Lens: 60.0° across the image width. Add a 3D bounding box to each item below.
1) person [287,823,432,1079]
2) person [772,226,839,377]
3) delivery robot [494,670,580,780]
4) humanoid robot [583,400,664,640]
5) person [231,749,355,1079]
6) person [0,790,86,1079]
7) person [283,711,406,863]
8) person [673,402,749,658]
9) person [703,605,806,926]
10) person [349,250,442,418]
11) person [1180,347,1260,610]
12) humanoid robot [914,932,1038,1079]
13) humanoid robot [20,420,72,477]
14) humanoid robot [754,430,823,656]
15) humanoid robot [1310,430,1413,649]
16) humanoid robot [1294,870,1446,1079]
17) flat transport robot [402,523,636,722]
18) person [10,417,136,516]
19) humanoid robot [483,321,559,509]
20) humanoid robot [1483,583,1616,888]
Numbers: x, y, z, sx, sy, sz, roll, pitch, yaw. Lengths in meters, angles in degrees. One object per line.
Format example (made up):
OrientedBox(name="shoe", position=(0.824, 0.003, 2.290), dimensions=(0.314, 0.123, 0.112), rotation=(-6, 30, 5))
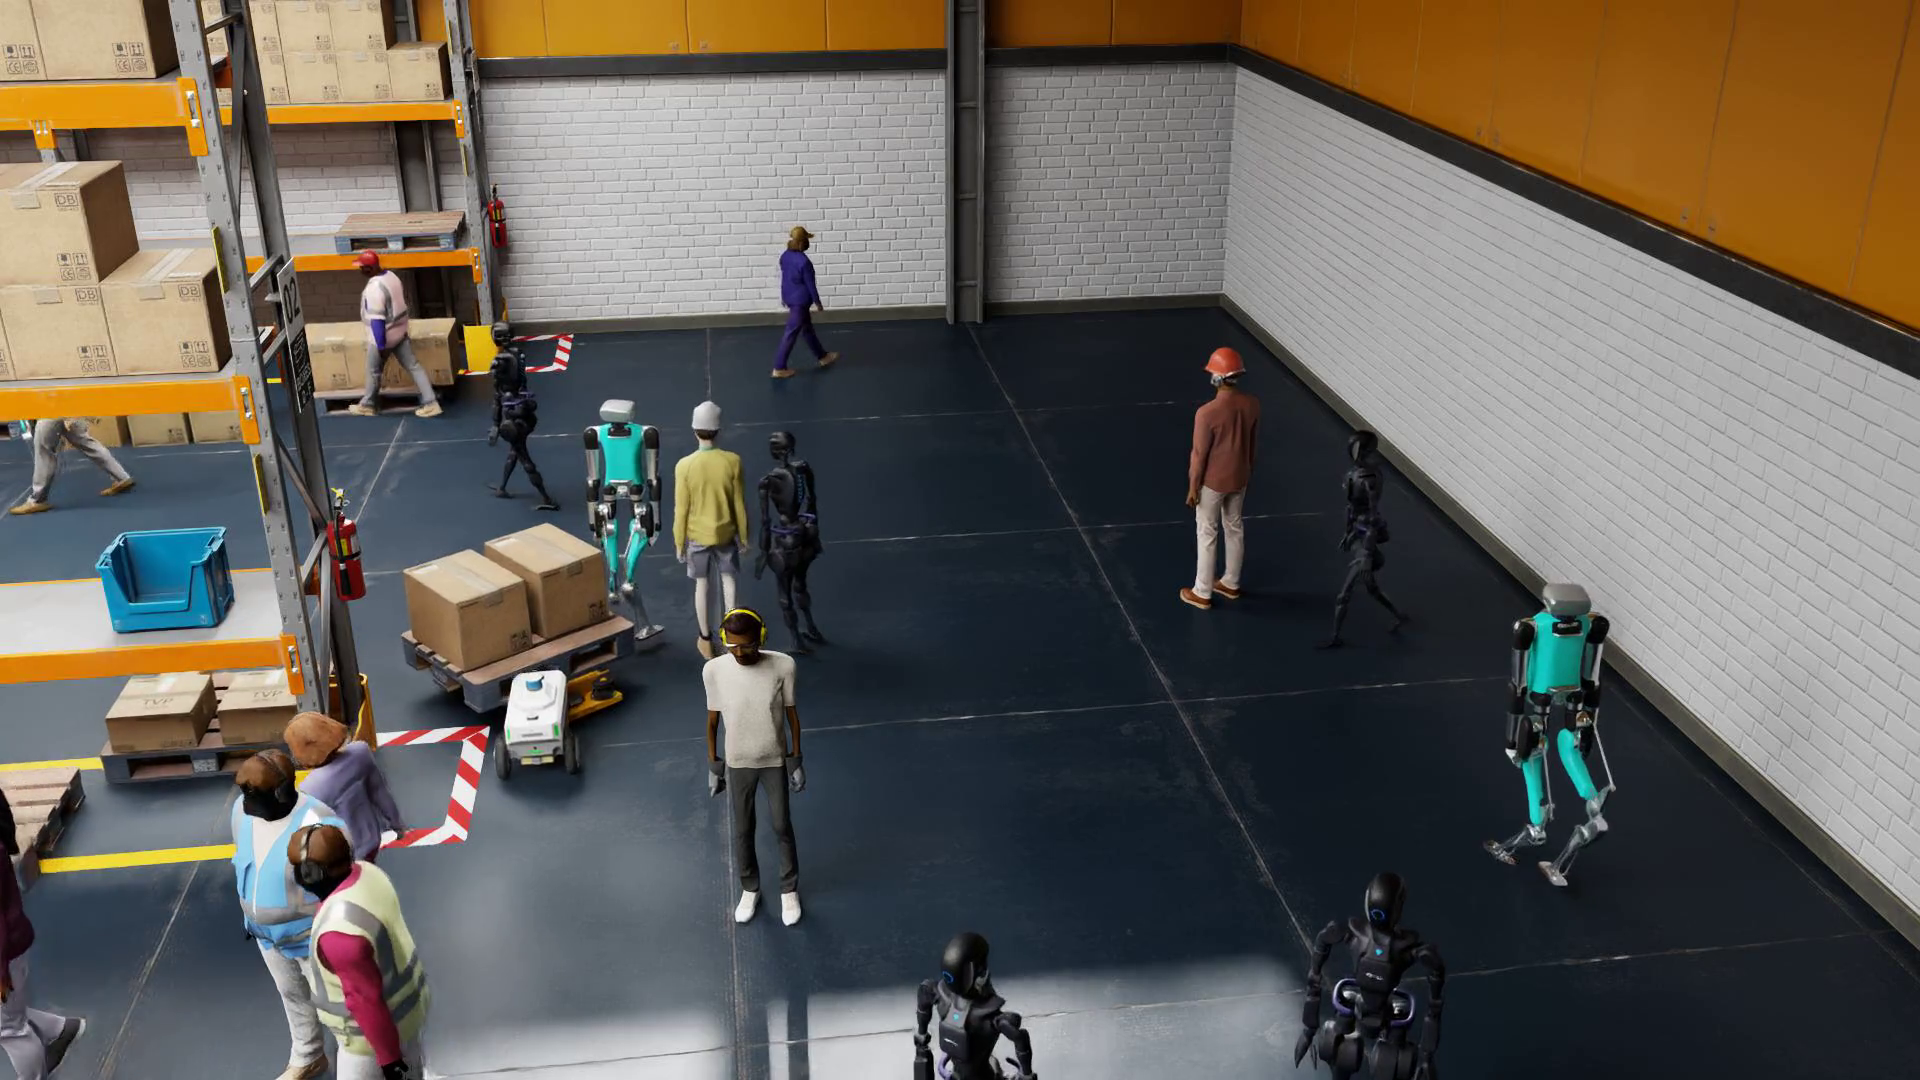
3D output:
OrientedBox(name="person", position=(-2.447, 2.000, 6.947), dimensions=(0.527, 1.798, 0.658), rotation=(-2, 24, -5))
OrientedBox(name="person", position=(-1.664, -2.521, 17.502), dimensions=(0.864, 1.570, 0.478), rotation=(-16, 28, -31))
OrientedBox(name="delivery robot", position=(-2.657, 1.116, 10.461), dimensions=(0.499, 0.564, 0.739), rotation=(-4, 24, -8))
OrientedBox(name="humanoid robot", position=(-2.372, -0.040, 11.664), dimensions=(0.534, 1.759, 0.840), rotation=(-1, 24, -2))
OrientedBox(name="person", position=(-2.967, 1.749, 7.459), dimensions=(0.631, 1.840, 0.429), rotation=(11, 26, 23))
OrientedBox(name="person", position=(-4.264, 1.763, 7.315), dimensions=(0.494, 1.932, 0.486), rotation=(18, 29, 34))
OrientedBox(name="person", position=(-3.099, 1.516, 8.283), dimensions=(0.755, 1.593, 0.563), rotation=(8, 25, 18))
OrientedBox(name="person", position=(-1.706, -0.020, 11.450), dimensions=(0.532, 1.871, 0.530), rotation=(-6, 24, -13))
OrientedBox(name="person", position=(-1.070, 1.184, 8.733), dimensions=(0.521, 1.856, 0.352), rotation=(-1, 24, -2))
OrientedBox(name="person", position=(-5.561, -1.993, 16.162), dimensions=(0.965, 1.698, 0.601), rotation=(6, 24, 14))
OrientedBox(name="person", position=(1.923, -0.456, 12.308), dimensions=(0.619, 1.988, 0.400), rotation=(-15, 28, -31))
OrientedBox(name="humanoid robot", position=(0.061, 2.256, 6.521), dimensions=(0.596, 1.642, 0.647), rotation=(14, 28, 30))
OrientedBox(name="humanoid robot", position=(-8.159, -1.285, 14.629), dimensions=(0.542, 1.880, 0.757), rotation=(-16, 28, -32))
OrientedBox(name="humanoid robot", position=(-1.182, 0.022, 11.596), dimensions=(0.305, 1.653, 0.616), rotation=(16, 29, 33))
OrientedBox(name="humanoid robot", position=(2.907, 0.002, 11.729), dimensions=(0.807, 1.638, 0.598), rotation=(-2, 24, -5))
OrientedBox(name="humanoid robot", position=(1.735, 2.064, 7.002), dimensions=(0.608, 1.640, 0.744), rotation=(8, 25, 18))
OrientedBox(name="flat transport robot", position=(-2.984, 0.896, 11.355), dimensions=(0.659, 0.231, 1.431), rotation=(-21, 32, -40))
OrientedBox(name="person", position=(-7.659, -1.166, 14.098), dimensions=(0.986, 1.848, 0.588), rotation=(-13, 27, -26))
OrientedBox(name="humanoid robot", position=(-3.822, -1.050, 14.076), dimensions=(0.760, 1.632, 0.600), rotation=(5, 24, 12))
OrientedBox(name="humanoid robot", position=(3.257, 1.154, 8.973), dimensions=(0.540, 1.793, 0.843), rotation=(-3, 24, -8))
